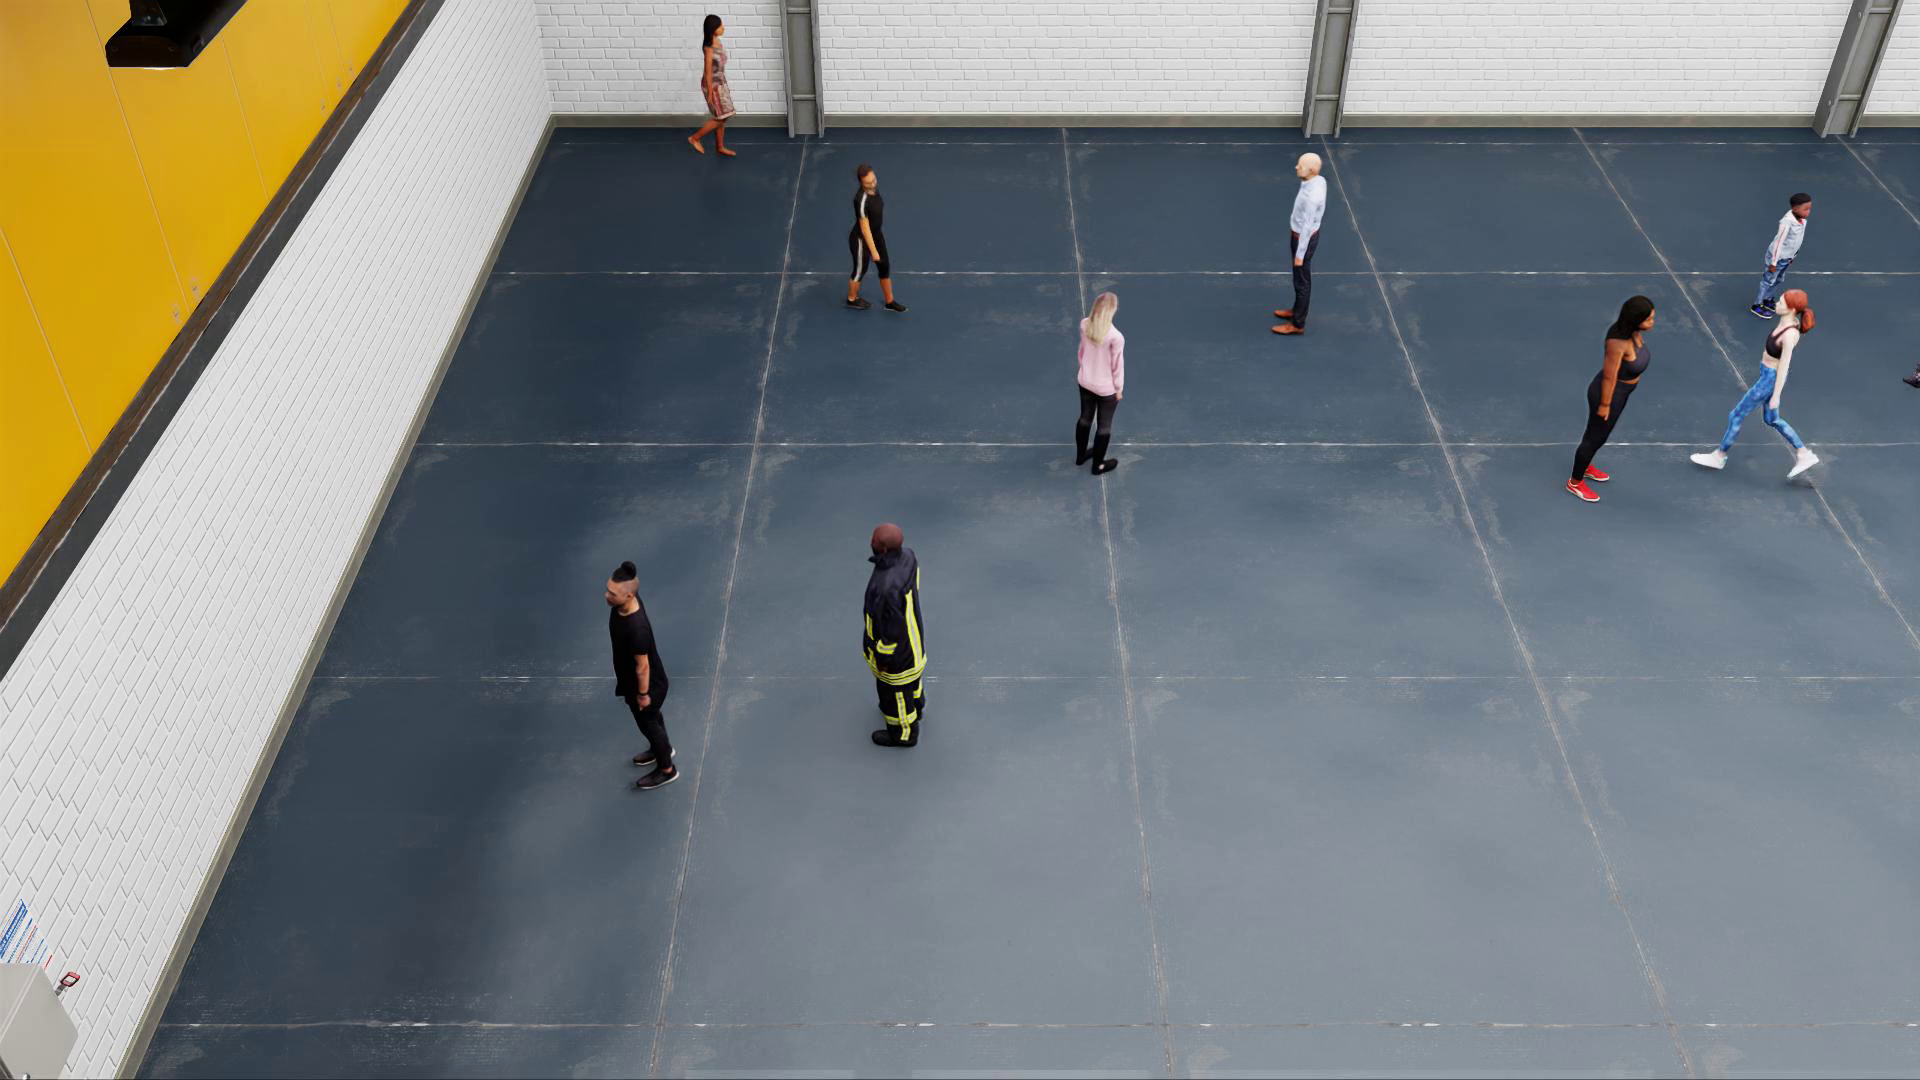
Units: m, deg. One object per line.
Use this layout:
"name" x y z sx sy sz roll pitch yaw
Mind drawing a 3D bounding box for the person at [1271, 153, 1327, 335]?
"person" 3.207 -2.774 15.506 0.639 1.790 0.687 9 39 11

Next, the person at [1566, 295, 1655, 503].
"person" 5.285 -1.192 13.504 0.796 1.815 0.784 20 43 24

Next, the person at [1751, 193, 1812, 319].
"person" 7.861 -2.749 15.899 0.554 1.259 0.625 -23 44 -26

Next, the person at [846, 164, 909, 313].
"person" -0.927 -2.877 15.767 0.998 1.624 0.866 9 39 11

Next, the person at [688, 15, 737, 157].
"person" -2.788 -5.011 18.430 0.776 1.636 0.633 0 39 0

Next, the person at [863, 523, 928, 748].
"person" -0.424 0.617 11.236 0.737 1.820 0.785 7 39 9

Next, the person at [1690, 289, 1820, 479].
"person" 6.714 -1.226 13.601 1.250 1.748 0.866 13 40 16

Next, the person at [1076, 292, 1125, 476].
"person" 1.137 -1.293 13.734 0.743 1.686 0.685 -31 48 -33

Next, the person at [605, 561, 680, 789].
"person" -2.098 0.868 10.890 0.712 1.860 0.750 -13 41 -16
